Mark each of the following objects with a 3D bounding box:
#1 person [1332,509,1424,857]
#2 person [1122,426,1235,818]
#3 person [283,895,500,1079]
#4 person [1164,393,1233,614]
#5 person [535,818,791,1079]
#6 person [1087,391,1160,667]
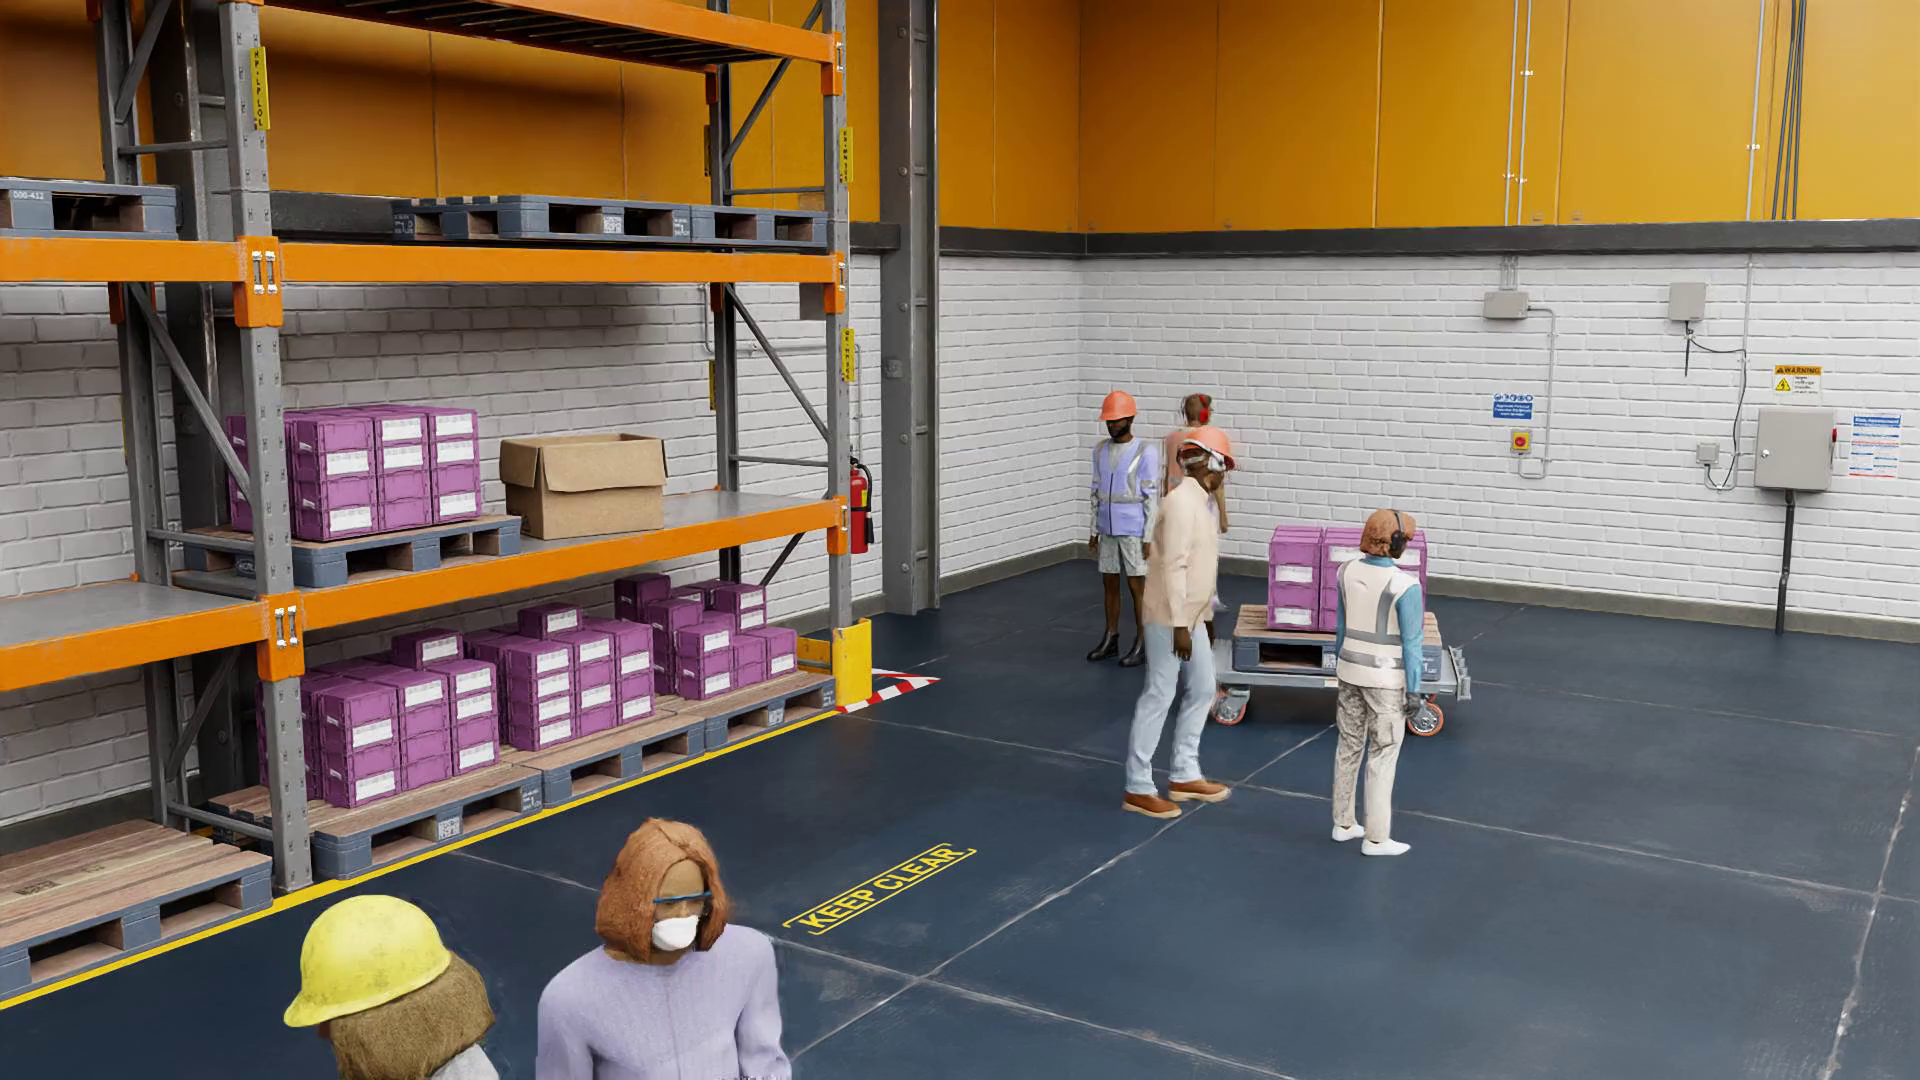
[{"bbox_3d":[1.935,0.662,7.740,0.320,1.630,0.528,-5,10,-30],"label":"person"},{"bbox_3d":[1.089,0.407,8.366,0.449,1.947,0.677,4,10,25],"label":"person"},{"bbox_3d":[-0.761,1.387,2.796,0.622,1.701,0.537,-3,9,-19],"label":"person"},{"bbox_3d":[1.814,-0.255,13.135,0.914,1.816,0.579,-5,10,-30],"label":"person"},{"bbox_3d":[-0.590,1.340,3.365,0.511,1.622,0.334,-5,10,-31],"label":"person"},{"bbox_3d":[1.117,-0.078,11.604,0.551,1.928,0.391,8,12,43],"label":"person"}]
